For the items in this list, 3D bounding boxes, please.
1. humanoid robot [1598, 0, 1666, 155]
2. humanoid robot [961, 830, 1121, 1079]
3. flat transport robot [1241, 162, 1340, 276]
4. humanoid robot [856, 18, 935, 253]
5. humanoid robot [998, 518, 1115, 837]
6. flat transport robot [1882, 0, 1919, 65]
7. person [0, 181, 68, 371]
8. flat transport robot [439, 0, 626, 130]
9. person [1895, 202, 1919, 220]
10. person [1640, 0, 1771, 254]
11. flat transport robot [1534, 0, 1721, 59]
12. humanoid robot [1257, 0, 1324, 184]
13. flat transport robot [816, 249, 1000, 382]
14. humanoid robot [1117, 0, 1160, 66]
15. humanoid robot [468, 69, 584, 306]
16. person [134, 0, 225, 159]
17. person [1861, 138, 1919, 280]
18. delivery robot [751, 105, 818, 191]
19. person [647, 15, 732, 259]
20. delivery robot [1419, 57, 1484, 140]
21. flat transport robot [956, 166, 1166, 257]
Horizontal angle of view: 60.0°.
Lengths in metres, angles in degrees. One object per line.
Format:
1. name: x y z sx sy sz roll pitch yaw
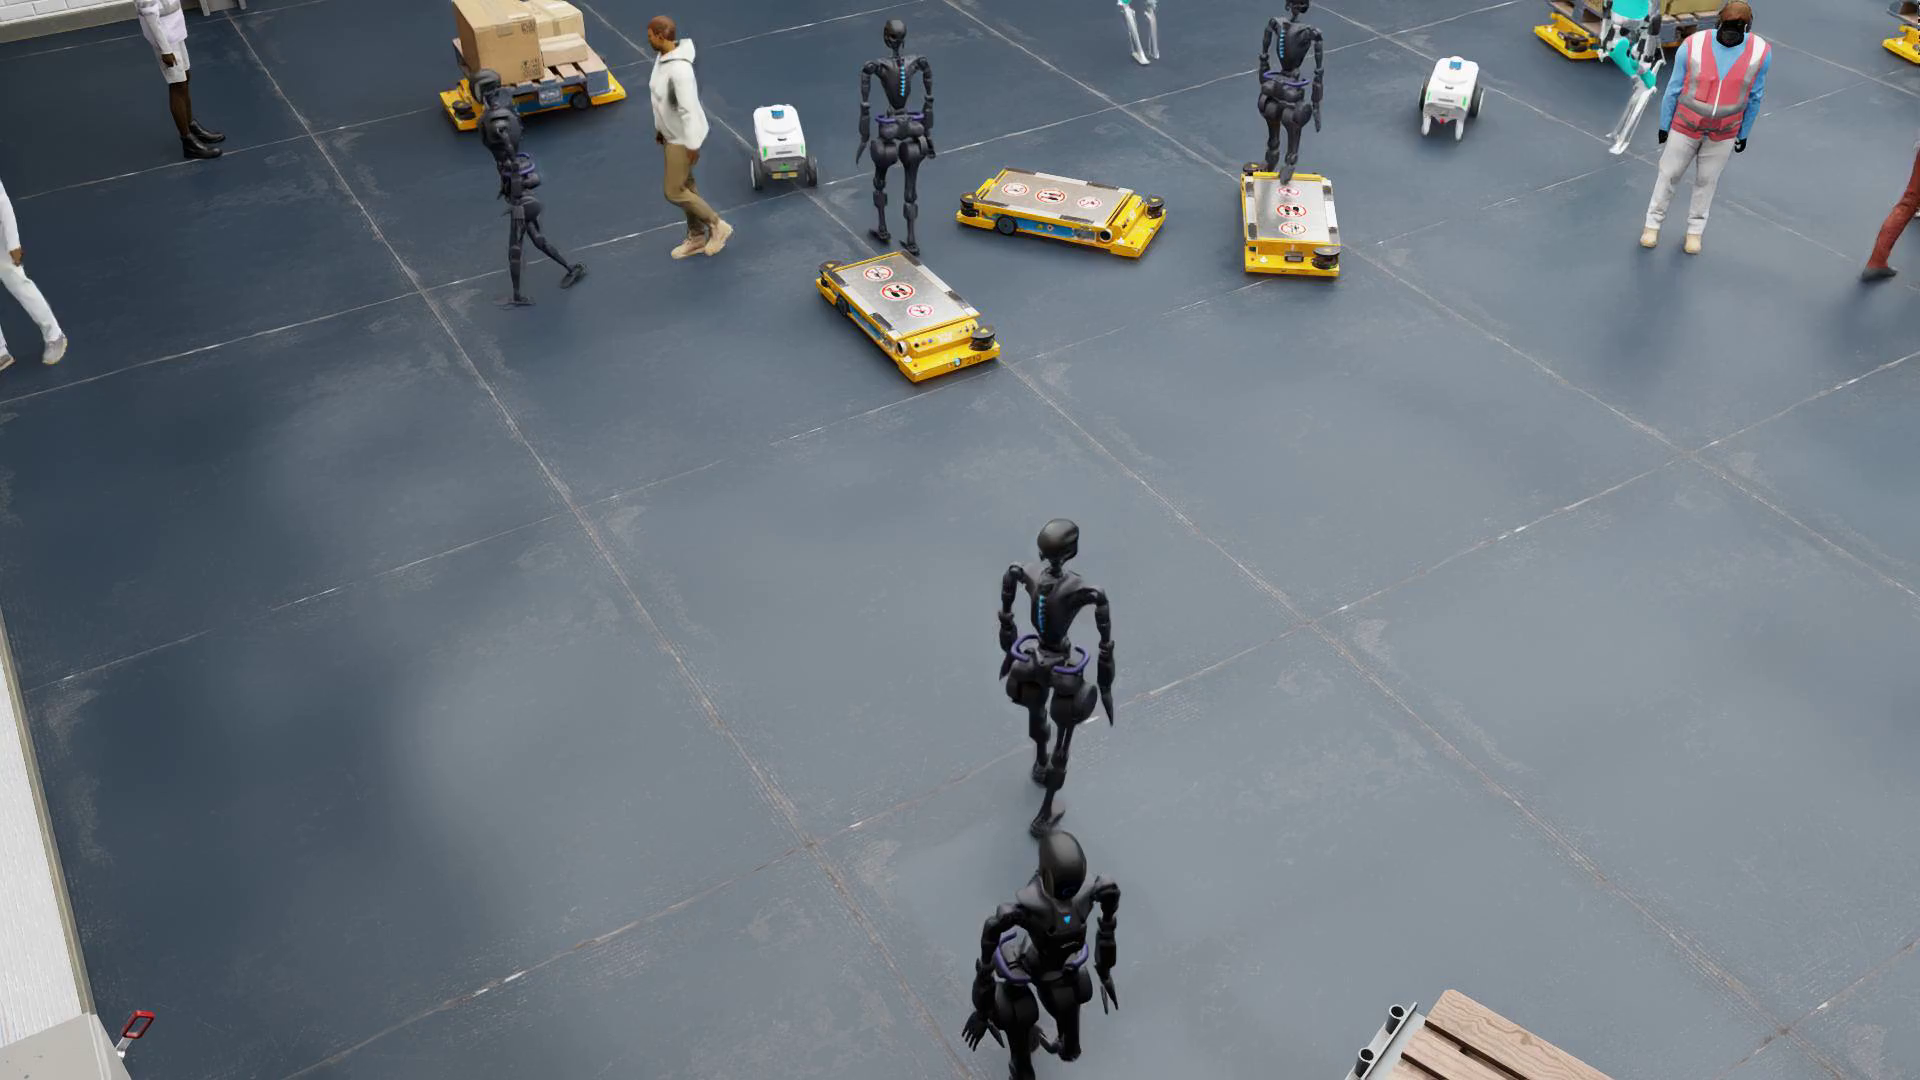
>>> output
1. humanoid robot: 5.369 -3.916 13.053 0.789 1.772 0.557 -20 43 -24
2. humanoid robot: 0.265 1.586 6.159 0.614 1.637 0.571 -15 41 -18
3. flat transport robot: 2.426 -2.376 12.289 0.659 0.231 1.431 4 39 5
4. humanoid robot: -0.442 -2.843 11.753 0.586 1.631 0.468 -13 40 -16
5. humanoid robot: 0.441 0.572 7.444 0.589 1.635 0.618 18 42 21
6. flat transport robot: 9.118 -4.474 14.937 1.431 0.231 0.659 -11 40 -14
7. person: -6.150 -1.896 10.399 0.595 1.878 0.520 4 39 5
8. flat transport robot: -3.624 -3.804 14.092 1.431 0.231 0.659 -17 42 -21
9. person: 7.345 -2.898 11.880 0.514 1.584 0.863 -17 41 -20
10. person: 5.232 -2.898 11.694 0.630 1.837 0.431 11 40 13
11. flat transport robot: 6.048 -4.641 15.148 1.431 0.231 0.659 -9 39 -11
12. humanoid robot: 2.426 -3.271 12.298 0.571 1.647 0.596 -31 48 -33
13. flat transport robot: -0.373 -1.553 11.252 0.659 0.231 1.431 -20 43 -23
14. humanoid robot: 1.612 -4.917 14.340 0.544 1.802 0.783 -20 43 -24
15. humanoid robot: -2.942 -2.381 11.198 0.680 1.619 0.605 -16 41 -19
16. person: -6.125 -3.928 12.907 0.362 1.934 0.551 -8 39 -10
17. person: 6.844 -2.628 11.352 0.980 1.827 0.554 -12 40 -15
18. delivery robot: -1.397 -3.065 12.941 0.499 0.610 0.788 -7 39 -9
19. person: -1.955 -2.784 11.614 0.431 1.739 0.520 -15 41 -18
20. delivery robot: 4.040 -3.689 13.694 0.499 0.568 0.750 13 40 16
21. flat transport robot: 0.754 -2.451 12.384 1.431 0.231 0.659 15 41 18
